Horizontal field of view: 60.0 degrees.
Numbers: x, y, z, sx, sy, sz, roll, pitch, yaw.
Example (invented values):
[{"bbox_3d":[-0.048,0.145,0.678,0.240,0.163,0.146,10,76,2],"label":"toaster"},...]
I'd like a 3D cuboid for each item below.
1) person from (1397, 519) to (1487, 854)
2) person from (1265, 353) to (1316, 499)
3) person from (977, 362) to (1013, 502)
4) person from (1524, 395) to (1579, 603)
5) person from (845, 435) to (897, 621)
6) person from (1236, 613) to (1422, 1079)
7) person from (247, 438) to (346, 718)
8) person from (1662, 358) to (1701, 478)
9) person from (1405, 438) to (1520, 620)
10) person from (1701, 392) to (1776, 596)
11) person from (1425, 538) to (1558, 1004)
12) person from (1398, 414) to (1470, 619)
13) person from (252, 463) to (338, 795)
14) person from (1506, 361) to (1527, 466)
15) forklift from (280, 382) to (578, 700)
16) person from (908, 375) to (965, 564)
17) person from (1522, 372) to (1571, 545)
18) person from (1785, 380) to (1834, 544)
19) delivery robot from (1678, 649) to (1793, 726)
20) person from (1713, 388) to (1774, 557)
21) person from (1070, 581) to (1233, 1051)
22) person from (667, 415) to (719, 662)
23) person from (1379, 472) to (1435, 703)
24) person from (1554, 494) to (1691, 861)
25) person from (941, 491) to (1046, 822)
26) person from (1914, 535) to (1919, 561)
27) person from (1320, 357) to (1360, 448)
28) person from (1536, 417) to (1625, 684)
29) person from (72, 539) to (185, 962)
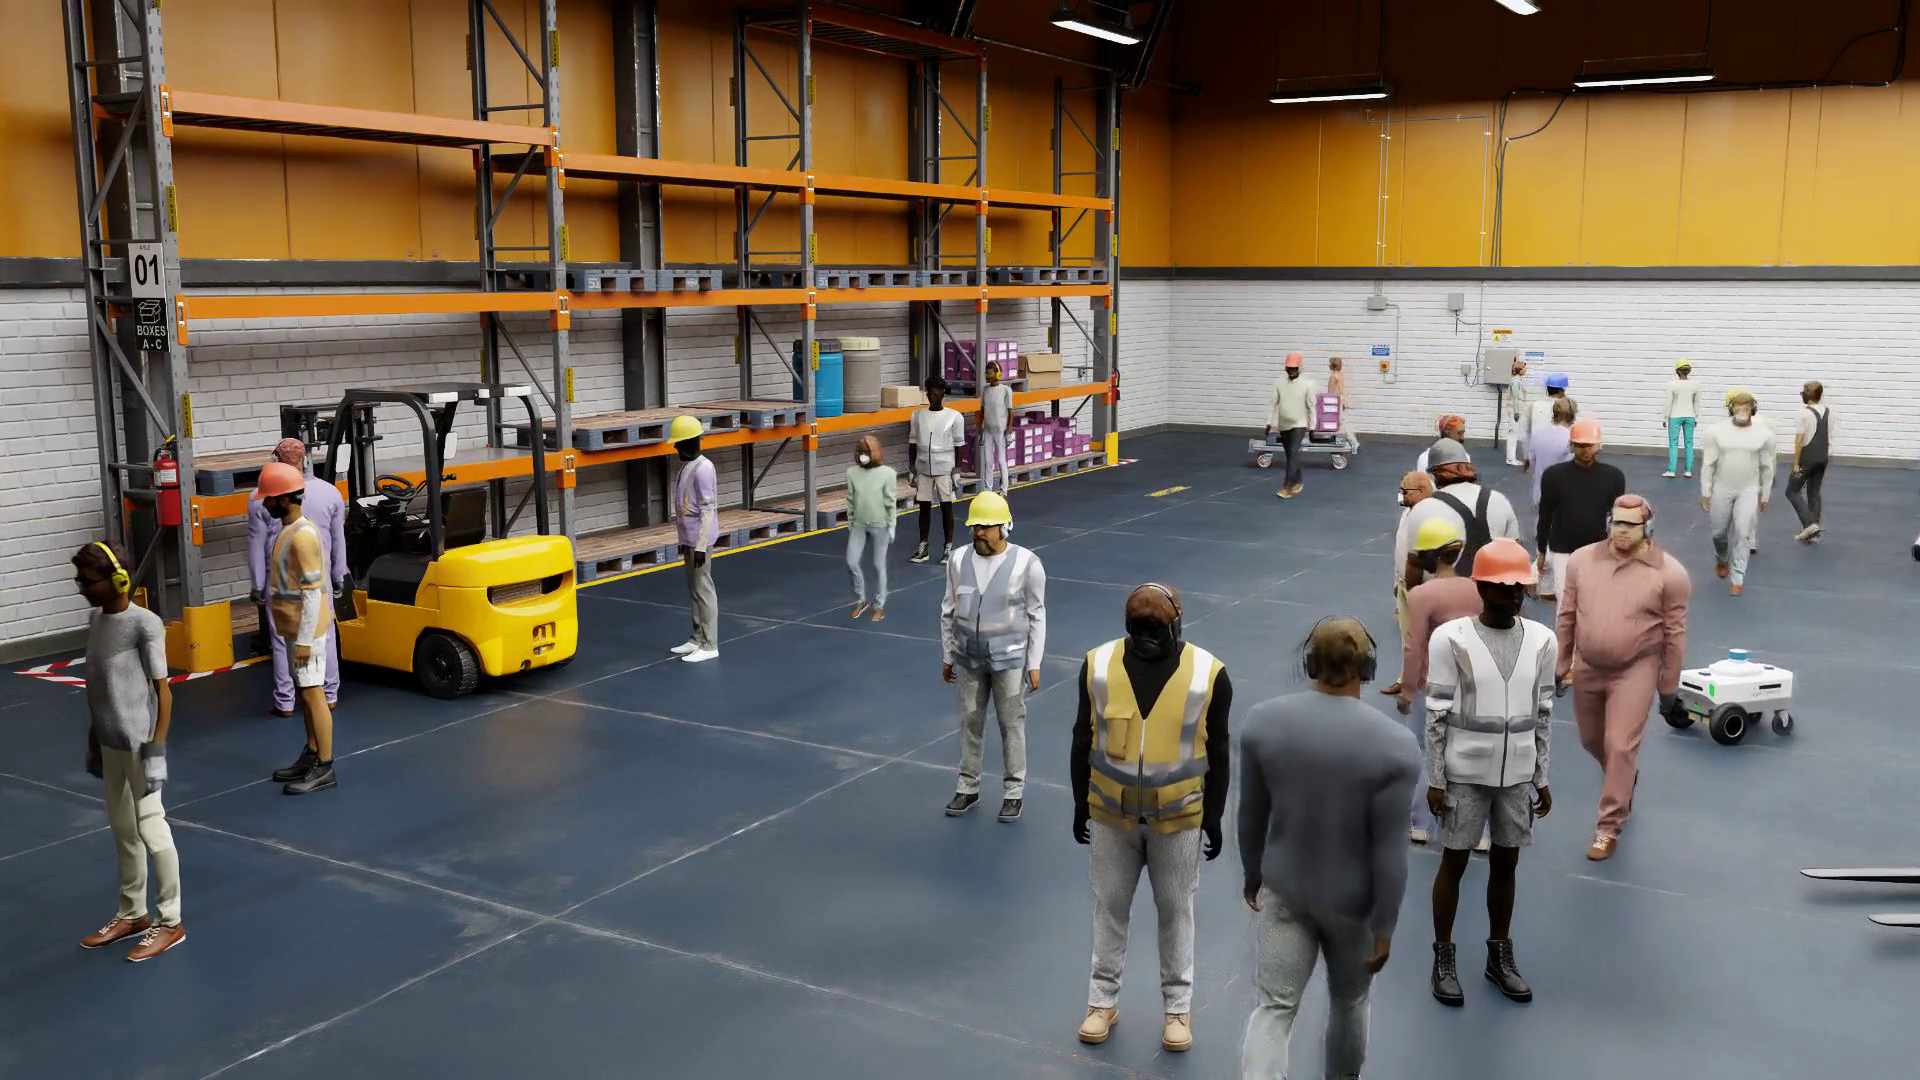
[{"bbox_3d":[2.507,0.764,8.702,0.554,1.738,0.600,-5,10,-27],"label":"person"},{"bbox_3d":[4.509,-1.563,22.562,0.618,1.949,1.016,7,12,38],"label":"person"},{"bbox_3d":[0.455,-1.401,21.768,0.526,1.865,0.315,6,11,33],"label":"person"},{"bbox_3d":[5.319,-0.342,15.006,0.579,1.925,0.634,-3,10,-17],"label":"person"},{"bbox_3d":[-0.777,-0.093,14.372,0.508,1.622,0.397,3,10,18],"label":"person"},{"bbox_3d":[1.157,1.198,5.495,0.644,1.900,0.981,5,10,28],"label":"person"},{"bbox_3d":[-4.524,0.253,11.349,0.647,1.900,0.403,-8,12,-39],"label":"person"},{"bbox_3d":[10.633,-1.792,24.532,0.522,1.765,0.317,0,9,0],"label":"person"},{"bbox_3d":[3.082,0.327,10.438,0.737,2.000,0.864,-3,9,-16],"label":"person"},{"bbox_3d":[7.343,-0.459,15.734,0.629,1.918,0.723,4,10,24],"label":"person"},{"bbox_3d":[2.188,0.949,6.860,0.545,1.942,0.354,-1,9,-6],"label":"person"},{"bbox_3d":[4.111,-0.136,13.980,0.597,1.824,1.000,-7,11,-37],"label":"person"},{"bbox_3d":[-3.851,0.510,9.642,0.374,1.930,0.542,-5,10,-29],"label":"person"},{"bbox_3d":[8.743,-1.991,26.151,0.309,1.641,0.515,3,10,19],"label":"person"},{"bbox_3d":[-3.974,-0.067,12.417,2.313,2.155,1.214,5,11,30],"label":"forklift"},{"bbox_3d":[-0.258,-0.732,17.278,0.607,1.967,0.367,3,10,17],"label":"person"},{"bbox_3d":[6.620,-0.907,18.484,0.664,1.922,0.639,-5,11,-30],"label":"person"},{"bbox_3d":[9.460,-0.859,18.507,0.513,1.833,0.410,-2,9,-15],"label":"person"},{"bbox_3d":[5.058,0.955,10.844,0.707,0.478,0.477,-3,10,-19],"label":"delivery robot"},{"bbox_3d":[8.334,-0.719,17.773,0.631,1.784,0.611,-3,10,-17],"label":"person"},{"bbox_3d":[0.728,1.066,6.467,0.621,1.837,0.429,2,9,14],"label":"person"},{"bbox_3d":[-2.071,-0.013,12.940,0.375,1.919,0.584,-4,10,-21],"label":"person"},{"bbox_3d":[3.167,0.333,11.663,0.279,1.633,0.501,-1,9,-7],"label":"person"},{"bbox_3d":[3.486,0.676,8.792,0.645,1.877,0.896,8,12,42],"label":"person"},{"bbox_3d":[0.167,0.638,9.144,0.599,1.830,0.403,4,10,22],"label":"person"},{"bbox_3d":[10.085,-0.511,16.968,0.476,1.624,0.519,-4,10,-26],"label":"person"},{"bbox_3d":[6.434,-2.310,28.283,0.872,1.598,0.527,5,10,27],"label":"person"},{"bbox_3d":[4.646,0.042,12.481,0.624,1.965,0.908,2,9,13],"label":"person"},{"bbox_3d":[-3.675,0.915,7.321,0.518,1.865,0.329,5,11,31],"label":"person"}]
